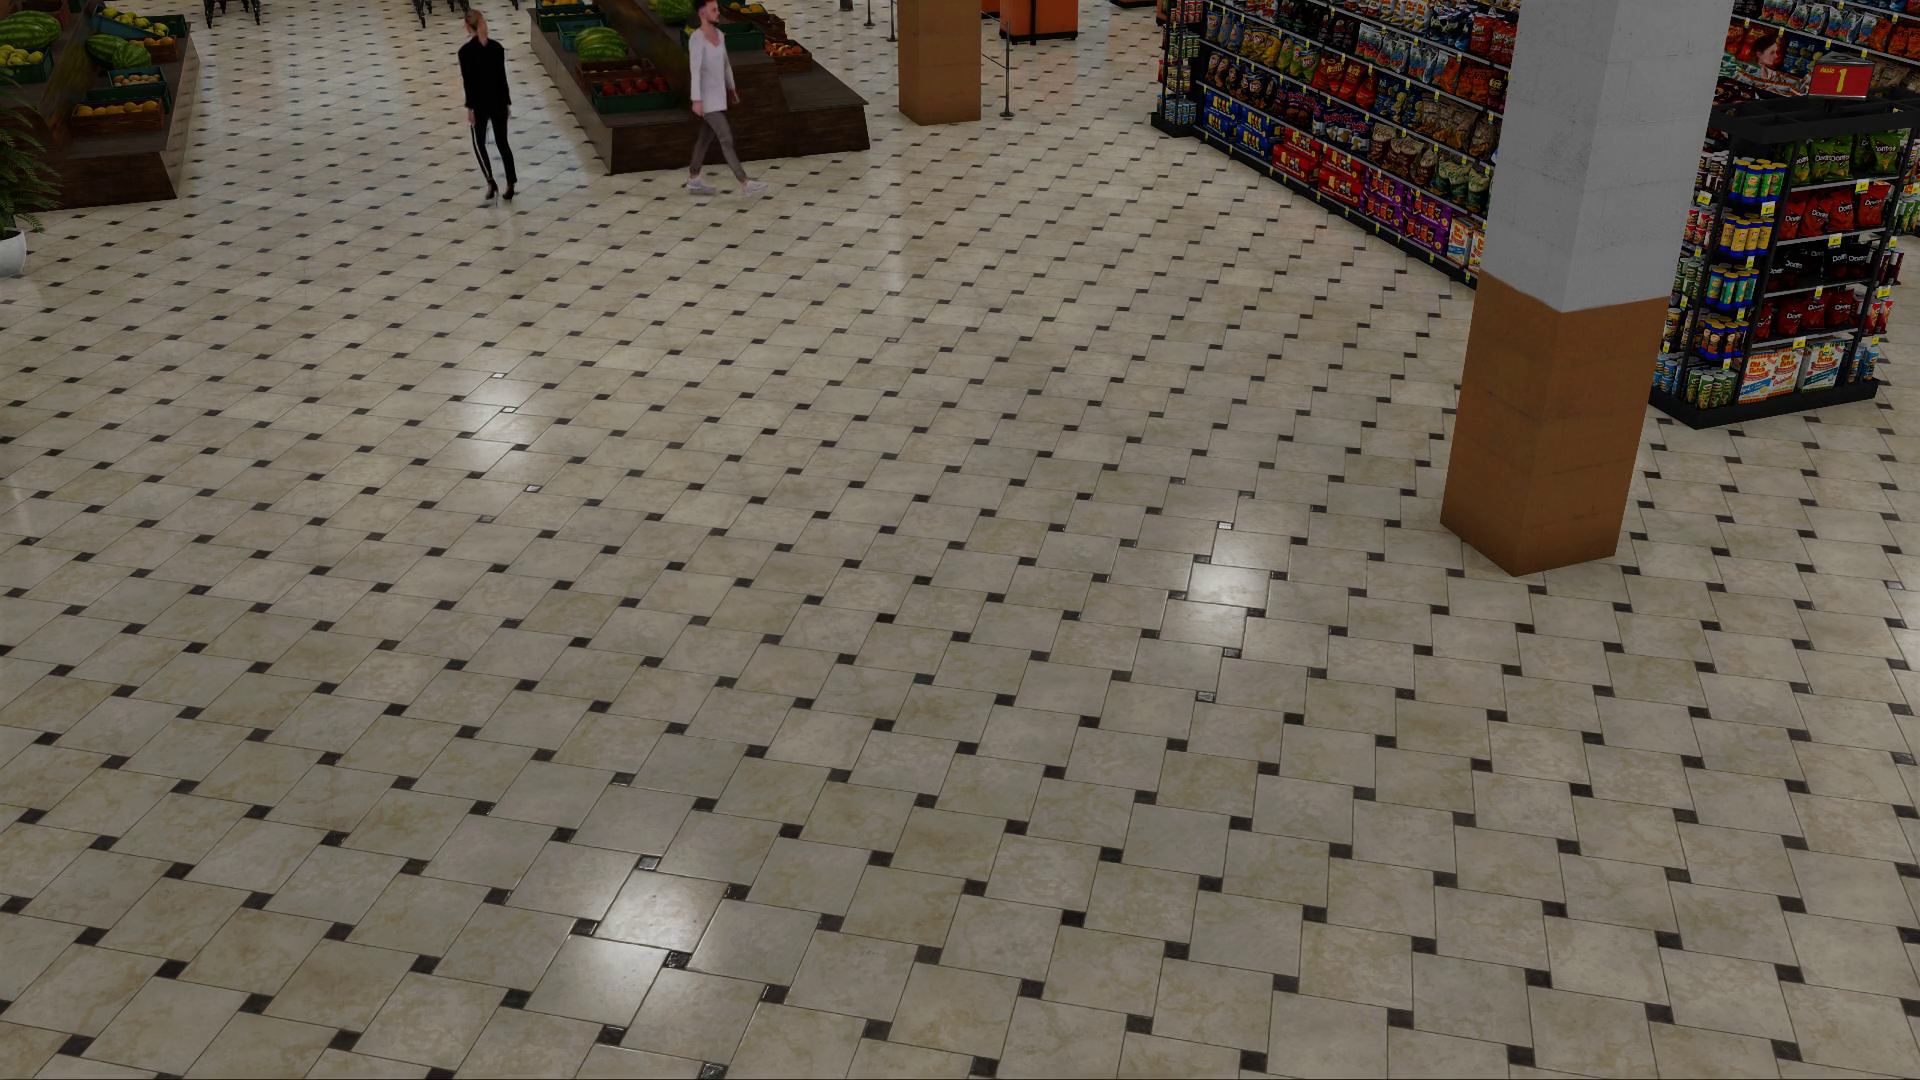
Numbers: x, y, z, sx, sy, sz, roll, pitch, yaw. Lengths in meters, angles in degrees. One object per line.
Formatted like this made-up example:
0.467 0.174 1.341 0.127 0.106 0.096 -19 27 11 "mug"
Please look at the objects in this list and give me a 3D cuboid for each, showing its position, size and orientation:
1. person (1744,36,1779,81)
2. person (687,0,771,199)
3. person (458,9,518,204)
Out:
6.554 -3.421 14.102 0.691 1.683 0.757 -17 33 -29 "person"
-2.308 -3.981 15.017 1.146 1.790 1.158 8 30 14 "person"
-4.202 -3.850 14.886 0.741 1.685 0.722 26 38 38 "person"
